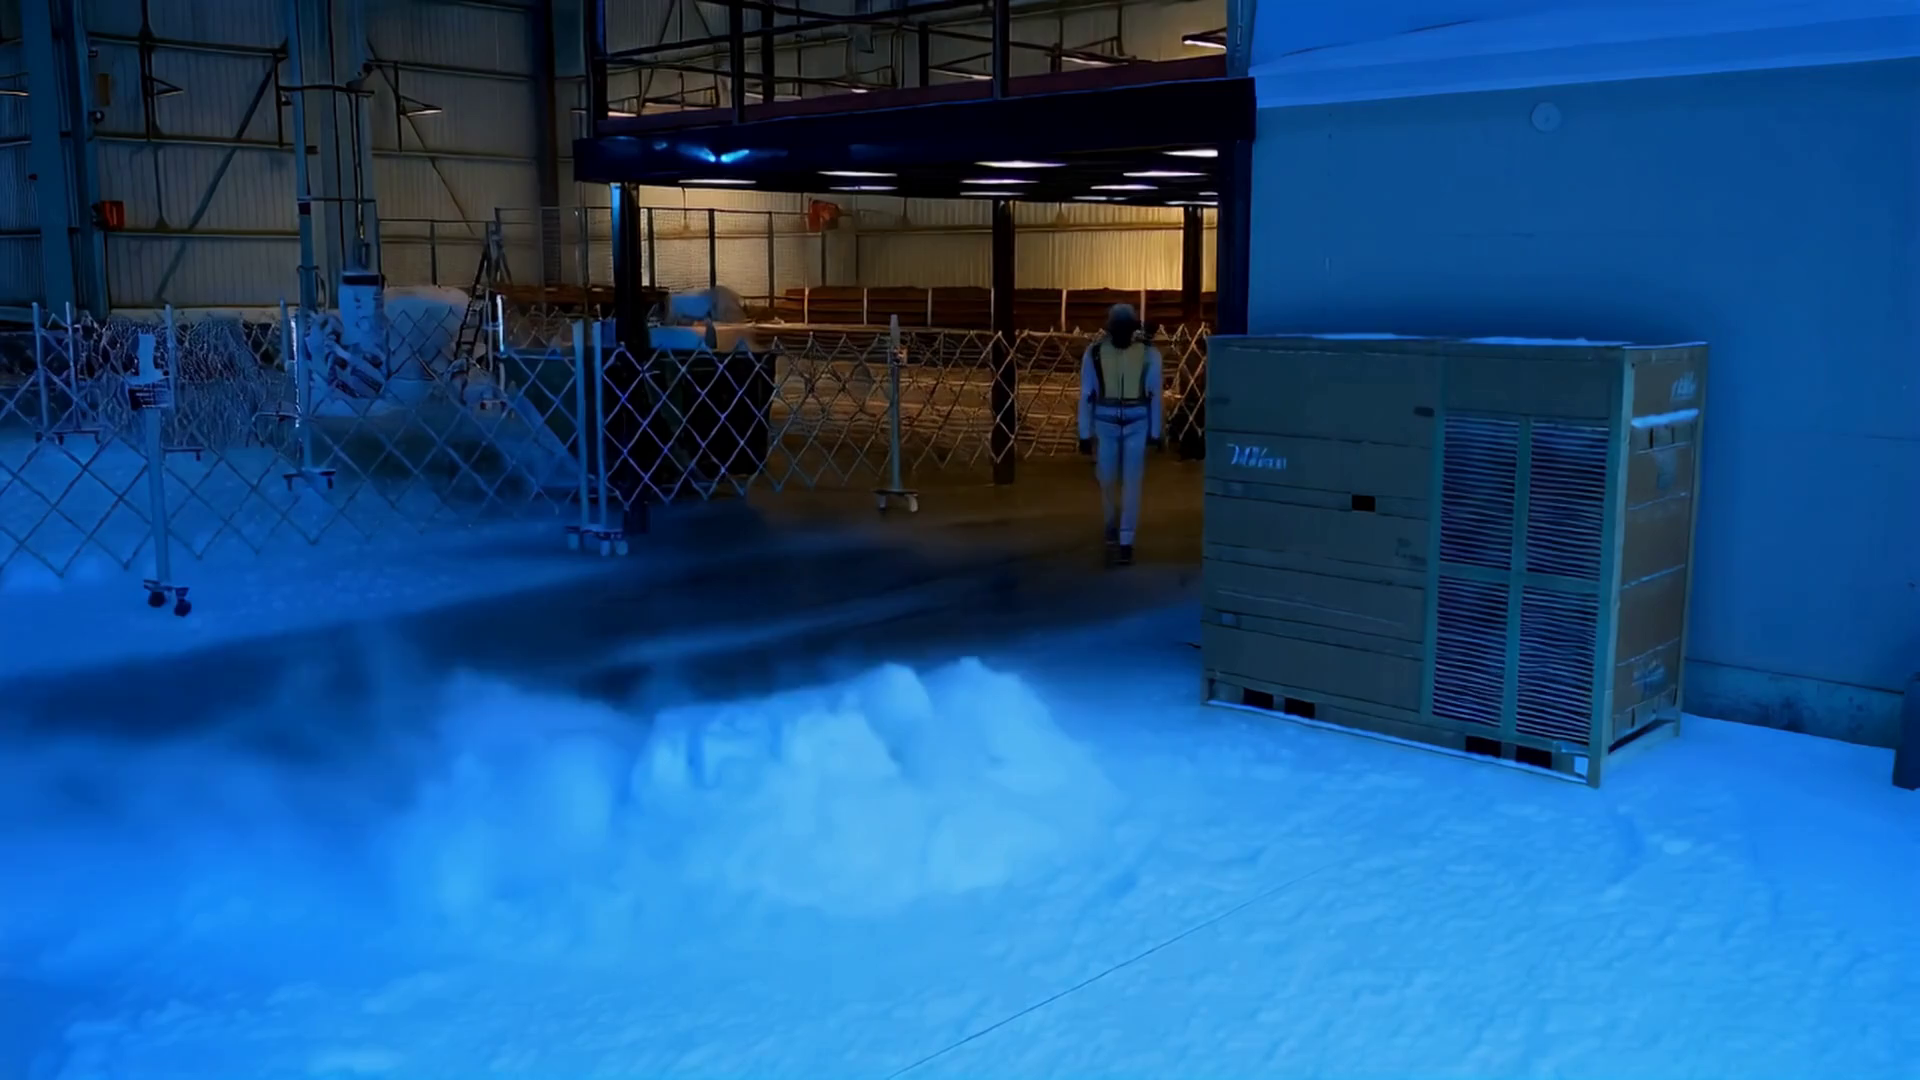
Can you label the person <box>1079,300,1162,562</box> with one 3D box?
[{"bbox_3d":[1.165,-0.809,12.061,0.587,1.860,0.824,1,9,7],"label":"person"}]
